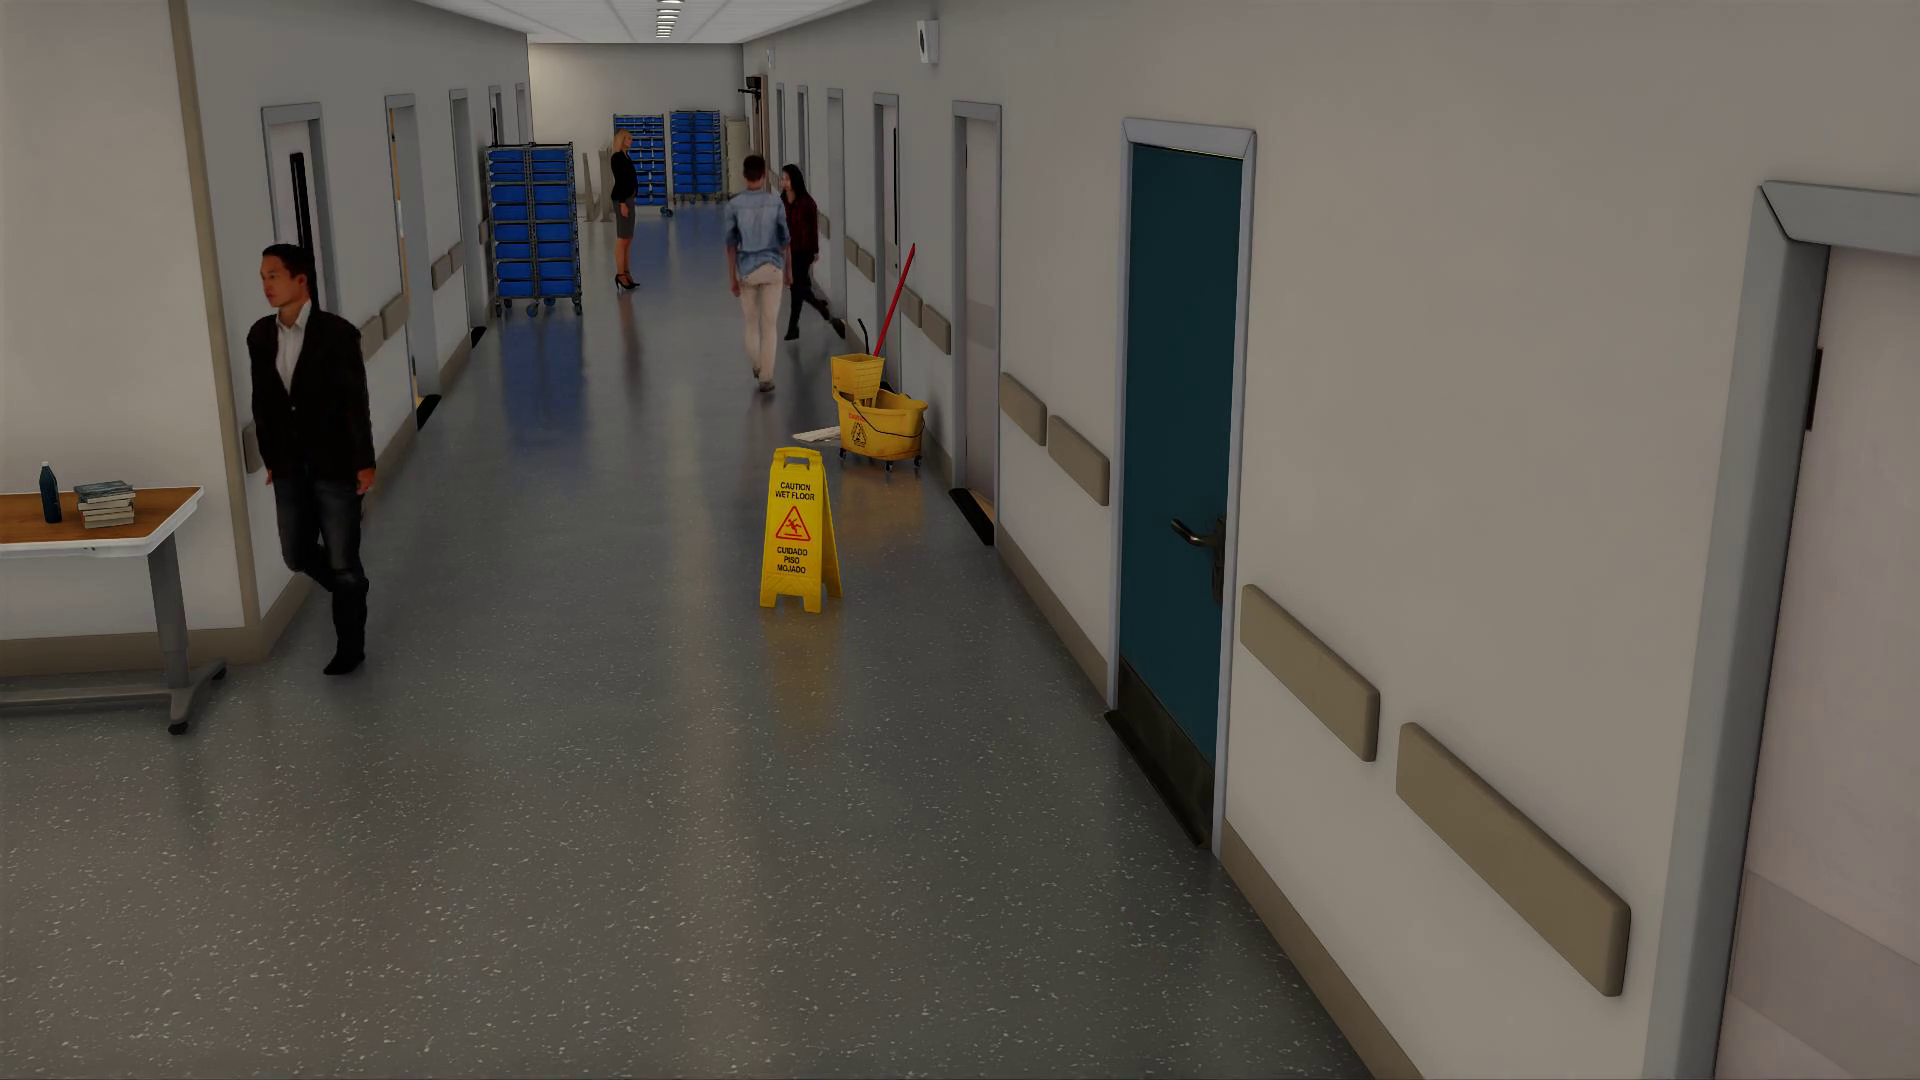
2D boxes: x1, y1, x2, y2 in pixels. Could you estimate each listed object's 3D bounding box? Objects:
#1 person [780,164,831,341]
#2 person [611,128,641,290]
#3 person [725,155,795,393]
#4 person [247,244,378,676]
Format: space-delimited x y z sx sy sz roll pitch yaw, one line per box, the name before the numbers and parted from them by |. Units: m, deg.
person | -1.471 -2.707 15.727 0.959 1.606 1.131 6 17 21
person | -3.923 -3.861 19.385 0.699 1.843 0.543 0 16 1
person | -1.574 -2.049 13.023 0.807 1.809 1.192 0 16 2
person | -2.668 -0.347 7.026 0.854 1.785 0.917 2 16 5
